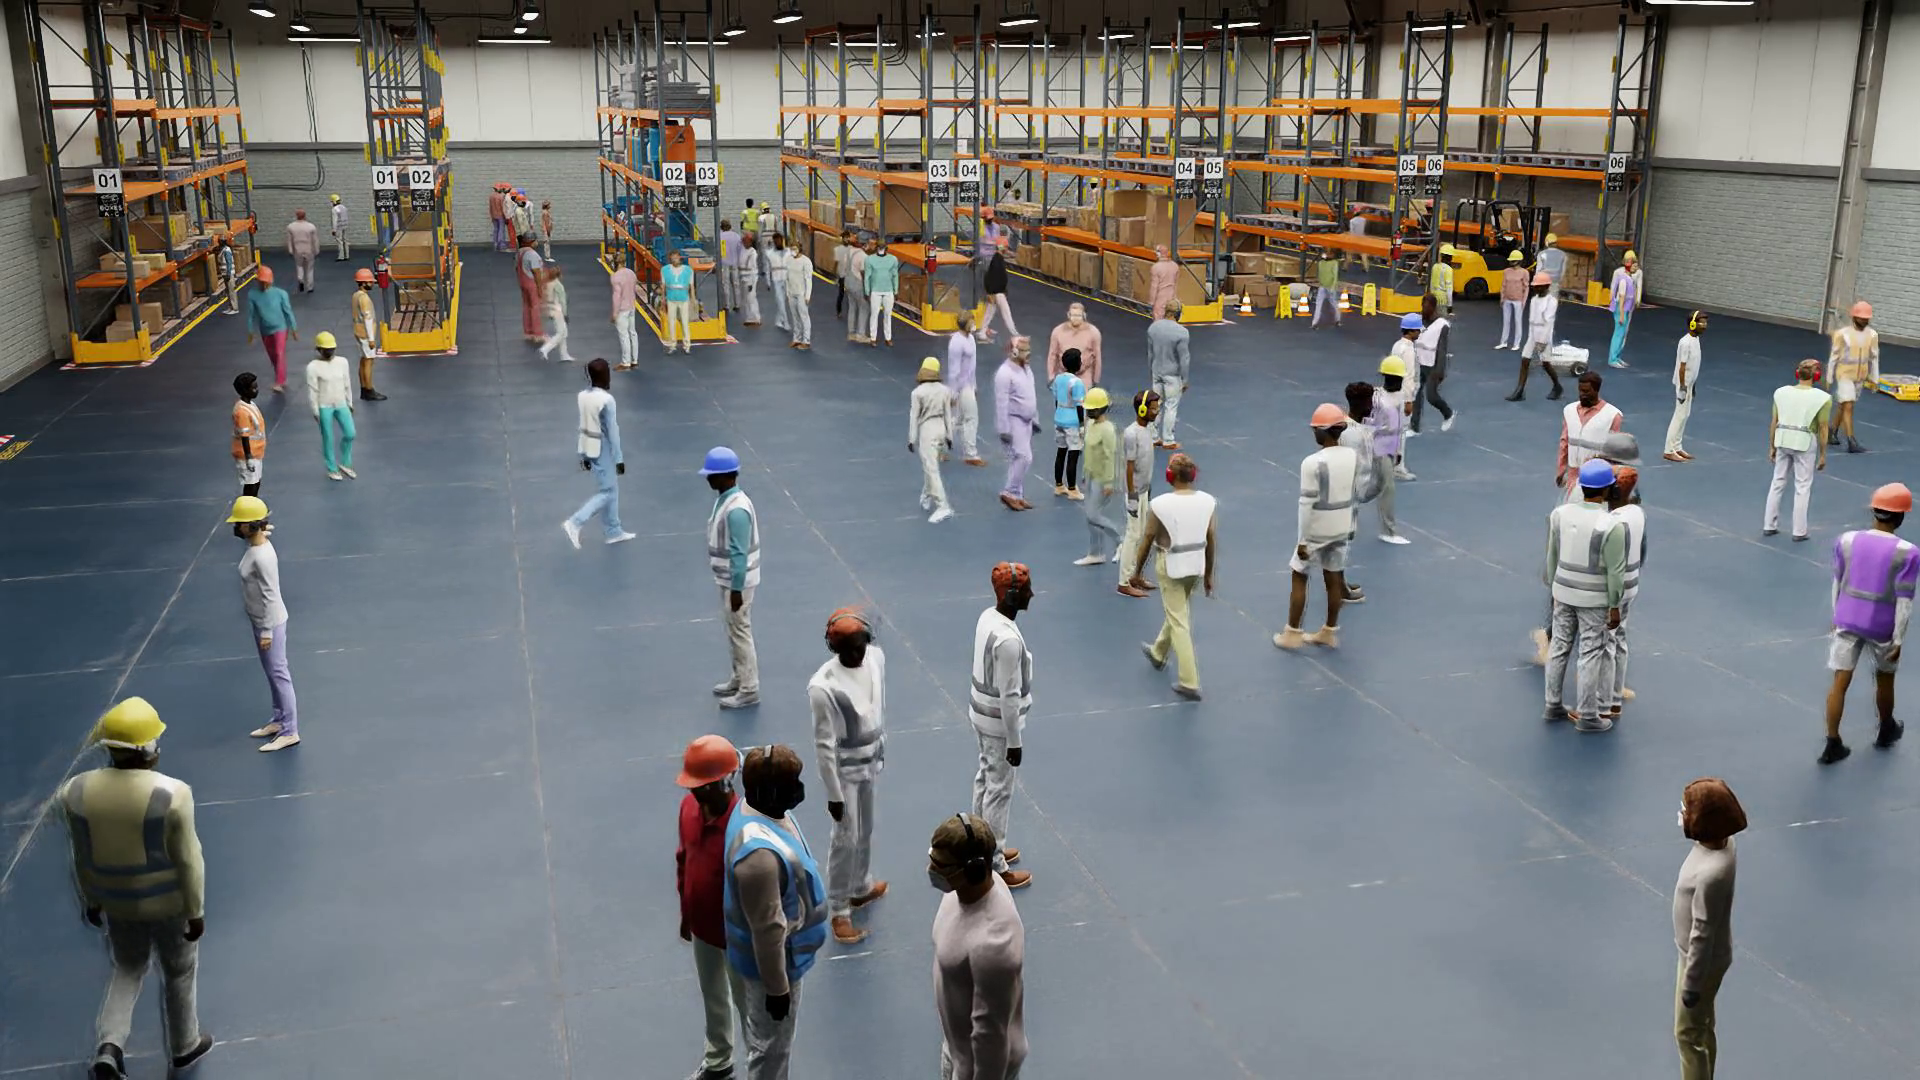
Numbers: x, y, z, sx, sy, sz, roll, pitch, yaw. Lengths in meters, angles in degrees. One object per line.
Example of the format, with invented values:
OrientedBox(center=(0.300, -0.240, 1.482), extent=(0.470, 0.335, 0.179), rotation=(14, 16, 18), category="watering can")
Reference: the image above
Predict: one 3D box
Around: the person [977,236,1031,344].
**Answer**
OrientedBox(center=(0.782, -4.487, 30.005), extent=(1.016, 1.937, 0.644), rotation=(1, 15, 2), category="person")

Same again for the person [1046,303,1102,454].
OrientedBox(center=(1.423, -2.032, 20.913), extent=(0.655, 1.871, 0.843), rotation=(4, 15, 14), category="person")

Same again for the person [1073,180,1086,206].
OrientedBox(center=(3.655, -9.982, 50.698), extent=(0.402, 1.938, 0.604), rotation=(-2, 15, -7), category="person")

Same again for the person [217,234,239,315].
OrientedBox(center=(-15.116, -5.478, 34.320), extent=(0.307, 1.641, 0.514), rotation=(-10, 18, -33), category="person")

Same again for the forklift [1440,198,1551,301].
OrientedBox(center=(11.913, -6.508, 37.130), extent=(2.313, 2.155, 1.214), rotation=(-4, 15, -15), category="forklift")

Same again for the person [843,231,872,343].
OrientedBox(center=(-1.826, -4.641, 30.402), extent=(0.535, 2.000, 0.701), rotation=(-12, 19, -38), category="person")

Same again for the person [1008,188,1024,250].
OrientedBox(center=(1.618, -9.366, 48.611), extent=(0.534, 1.834, 0.859), rotation=(-6, 16, -20), category="person")

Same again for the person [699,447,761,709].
OrientedBox(center=(-1.664, 0.268, 12.133), extent=(0.422, 1.935, 0.621), rotation=(-4, 16, -16), category="person")

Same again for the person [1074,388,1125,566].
OrientedBox(center=(1.324, -0.588, 15.699), extent=(0.445, 1.744, 0.551), rotation=(-5, 16, -18), category="person")

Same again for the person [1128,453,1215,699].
OrientedBox(center=(1.595, 0.229, 12.547), extent=(0.571, 1.796, 0.962), rotation=(-8, 17, -29), category="person")

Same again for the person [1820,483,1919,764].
OrientedBox(center=(6.159, 0.538, 11.195), extent=(0.923, 1.899, 0.549), rotation=(-14, 20, -42), category="person")

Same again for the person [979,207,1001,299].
OrientedBox(center=(0.626, -6.357, 36.887), extent=(0.628, 2.024, 0.485), rotation=(-8, 17, -27), category="person")

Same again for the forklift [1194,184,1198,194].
OrientedBox(center=(7.392, -11.333, 53.972), extent=(1.873, 2.768, 1.129), rotation=(-4, 15, -15), category="forklift")

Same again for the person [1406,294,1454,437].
OrientedBox(center=(6.194, -2.295, 21.859), extent=(0.739, 1.899, 0.597), rotation=(-9, 17, -29), category="person")

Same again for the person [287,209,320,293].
OrientedBox(center=(-15.027, -6.622, 38.145), extent=(0.668, 1.887, 0.441), rotation=(-3, 15, -10), category="person")

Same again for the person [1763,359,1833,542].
OrientedBox(center=(8.413, -0.904, 16.740), extent=(0.384, 1.835, 0.562), rotation=(-12, 19, -38), category="person")

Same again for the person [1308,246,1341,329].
OrientedBox(center=(7.133, -4.881, 32.173), extent=(0.834, 1.599, 0.514), rotation=(-12, 19, -39), category="person")

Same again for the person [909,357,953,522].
OrientedBox(center=(-0.279, -1.086, 17.712), extent=(0.555, 1.690, 0.849), rotation=(-11, 18, -35), category="person")

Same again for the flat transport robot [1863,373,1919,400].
OrientedBox(center=(14.220, -2.318, 25.050), extent=(0.652, 0.197, 1.431), rotation=(1, 15, 5), category="flat transport robot")

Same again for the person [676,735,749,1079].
OrientedBox(center=(-1.042, 1.665, 7.227), extent=(0.573, 1.746, 0.346), rotation=(12, 19, 39), category="person")

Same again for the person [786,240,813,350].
OrientedBox(center=(-2.865, -4.360, 29.560), extent=(0.625, 1.933, 0.375), rotation=(14, 20, 42), category="person")

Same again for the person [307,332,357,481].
OrientedBox(center=(-7.273, -1.543, 19.284), extent=(0.485, 1.746, 0.553), rotation=(13, 20, 41), category="person")

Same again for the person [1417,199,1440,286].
OrientedBox(center=(11.125, -7.053, 39.472), extent=(0.370, 2.044, 0.608), rotation=(-13, 19, -39), category="person")

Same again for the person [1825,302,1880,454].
OrientedBox(center=(11.297, -2.069, 21.025), extent=(0.563, 1.886, 0.986), rotation=(0, 15, -1), category="person")

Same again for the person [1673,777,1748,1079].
OrientedBox(center=(3.125, 1.777, 7.054), extent=(0.275, 1.628, 0.503), rotation=(7, 17, 26), category="person")

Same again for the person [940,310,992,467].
OrientedBox(center=(-0.027, -1.834, 20.120), extent=(0.879, 1.911, 0.636), rotation=(3, 15, 13), category="person")

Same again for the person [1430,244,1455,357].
OrientedBox(center=(8.316, -4.124, 28.674), extent=(0.365, 1.927, 0.587), rotation=(-4, 15, -15), category="person")

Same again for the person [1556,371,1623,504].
OrientedBox(center=(5.884, -0.644, 15.625), extent=(0.410, 1.906, 0.600), rotation=(-11, 18, -35), category="person")

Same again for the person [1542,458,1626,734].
OrientedBox(center=(4.370, 0.389, 11.645), extent=(0.380, 1.951, 0.605), rotation=(-9, 17, -31), category="person")

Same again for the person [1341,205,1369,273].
OrientedBox(center=(10.145, -7.675, 42.456), extent=(0.555, 1.715, 0.898), rotation=(-8, 17, -27), category="person")

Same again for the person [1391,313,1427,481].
OrientedBox(center=(5.187, -1.678, 19.427), extent=(0.406, 1.947, 0.607), rotation=(0, 15, 2), category="person")

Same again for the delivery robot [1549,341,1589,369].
OrientedBox(center=(9.730, -2.965, 26.762), extent=(0.707, 0.478, 0.477), rotation=(4, 15, 16), category="delivery robot")

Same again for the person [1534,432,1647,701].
OrientedBox(center=(4.777, 0.106, 12.538), extent=(0.684, 2.000, 0.938), rotation=(-11, 19, -36), category="person")

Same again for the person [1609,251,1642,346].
OrientedBox(center=(11.987, -4.359, 29.994), extent=(0.503, 1.691, 0.897), rotation=(3, 15, 10), category="person")

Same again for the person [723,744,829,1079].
OrientedBox(center=(-0.754, 1.712, 6.875), extent=(0.429, 1.843, 0.633), rotation=(-2, 15, -7), category="person")

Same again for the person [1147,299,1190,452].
OrientedBox(center=(2.630, -2.068, 20.950), extent=(0.390, 1.928, 0.635), rotation=(-14, 20, -42), category="person")

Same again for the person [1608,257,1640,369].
OrientedBox(center=(10.926, -3.747, 27.446), extent=(0.395, 1.832, 0.567), rotation=(9, 17, 29), category="person")

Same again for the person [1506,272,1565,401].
OrientedBox(center=(8.527, -2.980, 24.410), extent=(0.876, 1.909, 0.562), rotation=(-6, 16, -23), category="person")

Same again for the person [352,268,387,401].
OrientedBox(center=(-8.729, -3.028, 24.528), extent=(0.377, 1.936, 0.549), rotation=(-9, 18, -32), category="person")
